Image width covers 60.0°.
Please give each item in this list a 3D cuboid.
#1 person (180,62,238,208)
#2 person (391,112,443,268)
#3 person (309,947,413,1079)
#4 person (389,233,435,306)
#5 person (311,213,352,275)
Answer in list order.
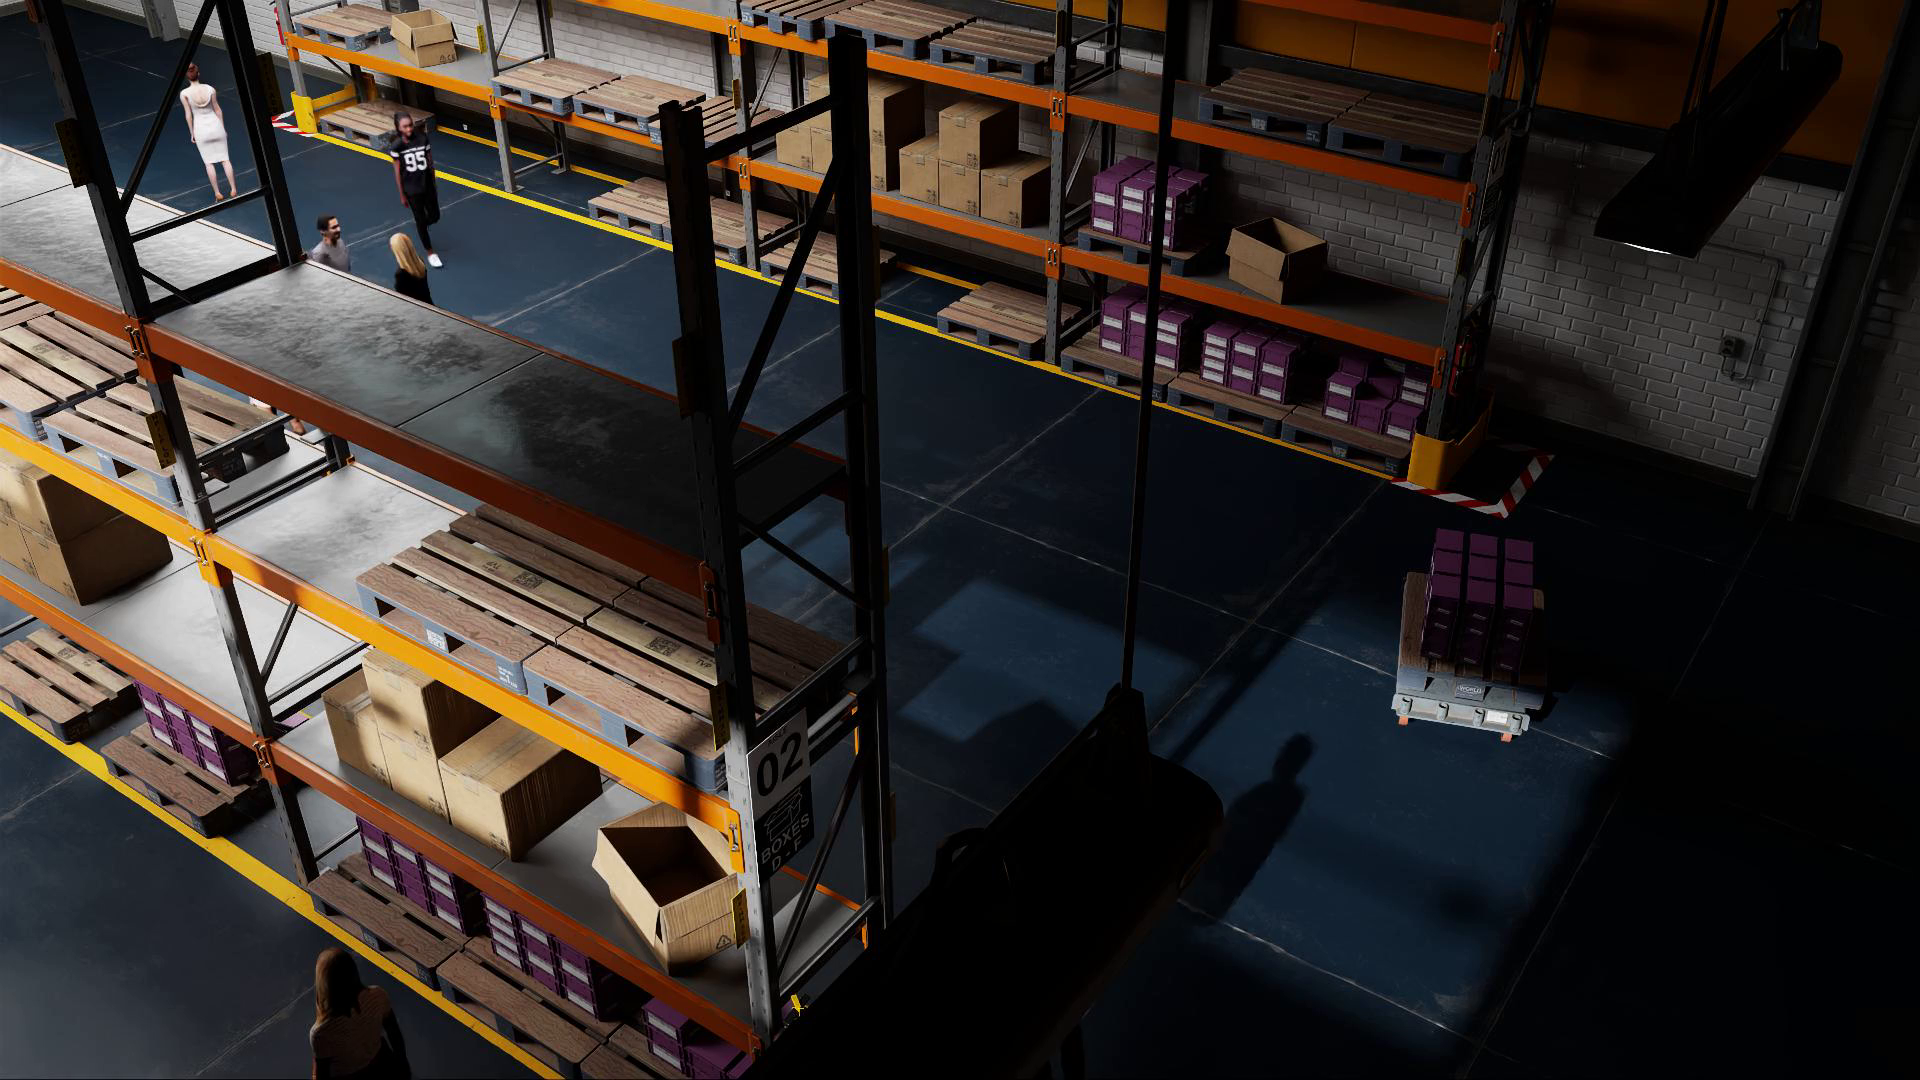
[{"bbox_3d":[-8.989,-4.850,19.908,0.631,1.792,0.620,-16,37,-23],"label":"person"},{"bbox_3d":[-6.088,-3.937,18.605,0.771,1.714,0.975,-23,40,-30],"label":"person"},{"bbox_3d":[-2.912,2.800,8.381,0.673,1.812,0.640,18,37,24],"label":"person"},{"bbox_3d":[-4.966,-1.989,15.581,1.026,1.817,0.895,6,34,8],"label":"person"},{"bbox_3d":[-6.109,-2.337,16.177,1.066,1.736,0.861,9,35,13],"label":"person"}]
